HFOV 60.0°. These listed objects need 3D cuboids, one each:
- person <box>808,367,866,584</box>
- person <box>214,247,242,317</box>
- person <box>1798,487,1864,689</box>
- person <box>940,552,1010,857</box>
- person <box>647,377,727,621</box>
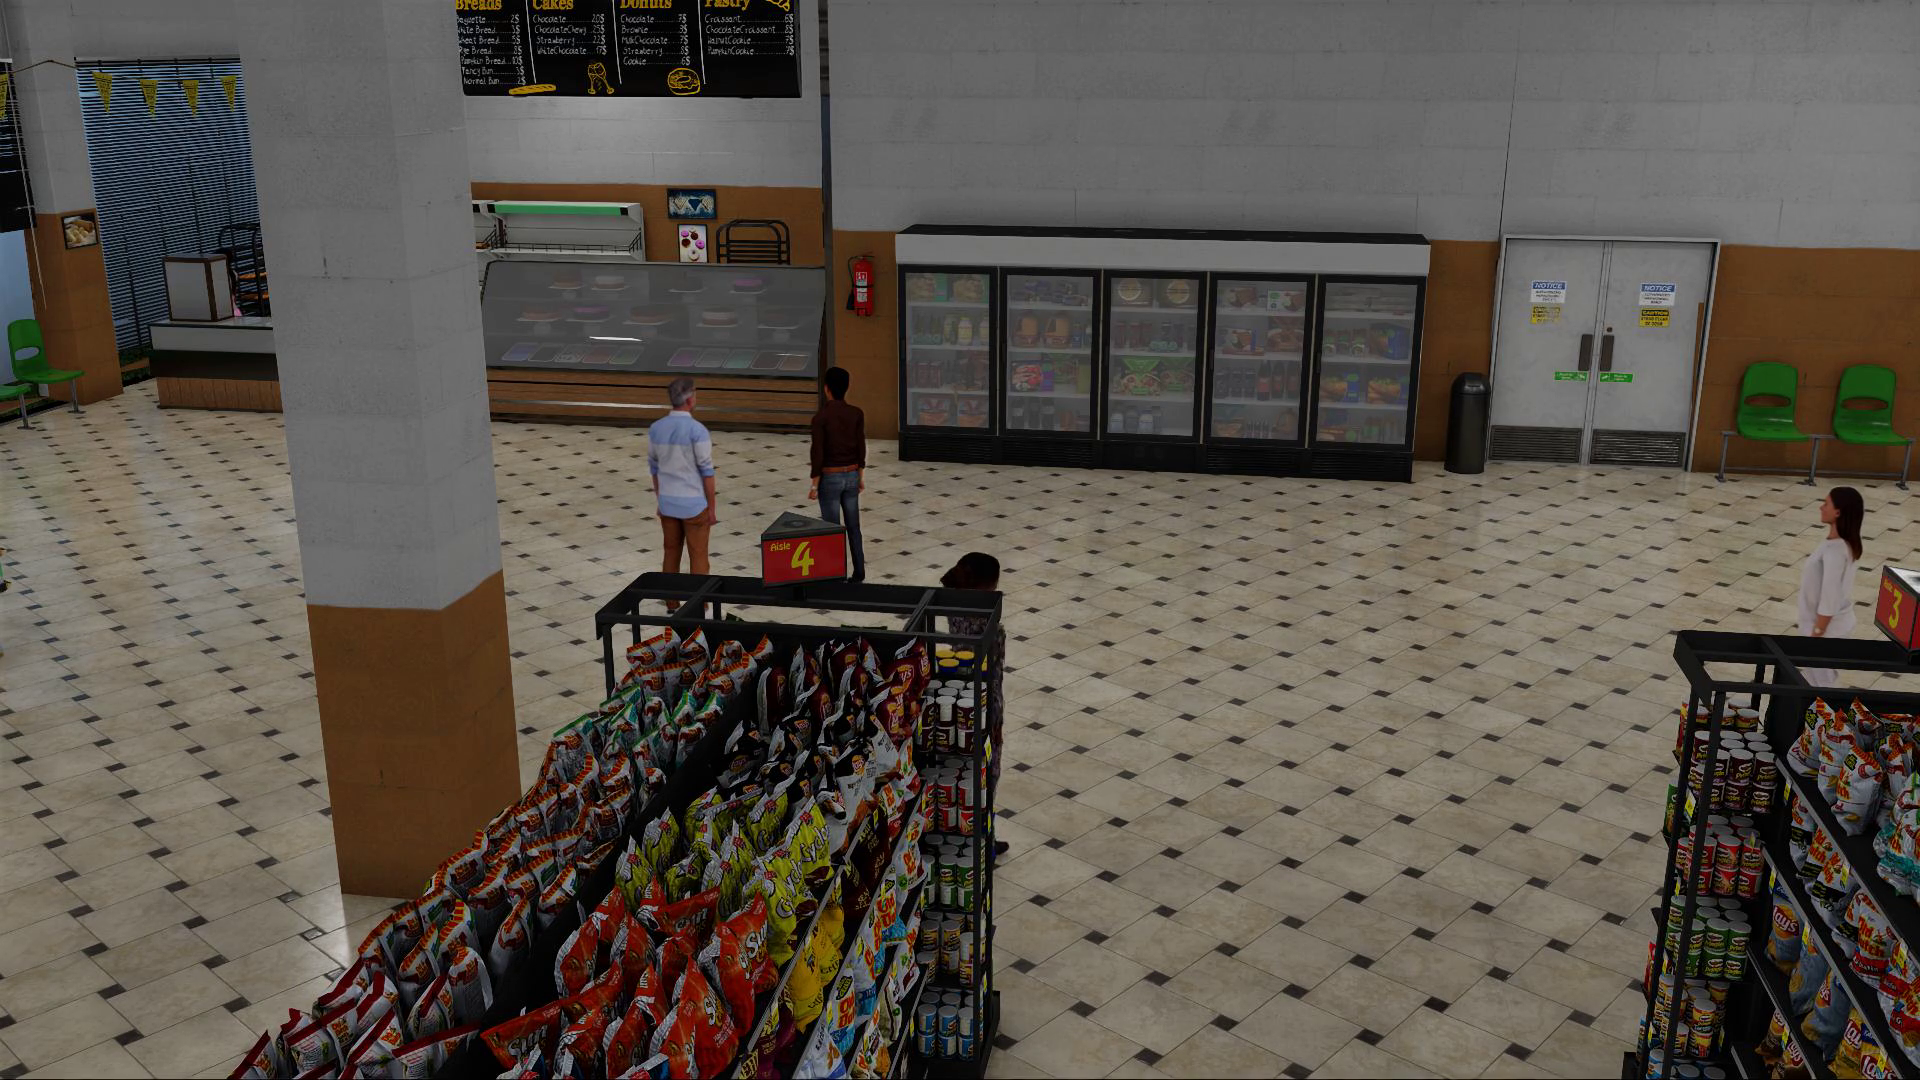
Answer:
[{"bbox_3d":[-0.924,-0.446,12.766,0.692,1.779,0.760,-12,21,-35],"label":"person"},{"bbox_3d":[-8.858,-2.677,20.178,0.682,1.742,0.511,0,17,-2],"label":"person"},{"bbox_3d":[5.113,0.502,9.803,0.735,1.686,0.614,11,20,33],"label":"person"},{"bbox_3d":[-0.004,0.886,8.505,0.912,1.706,0.859,-11,20,-32],"label":"person"},{"bbox_3d":[-2.014,-0.283,12.150,0.741,1.825,0.653,8,19,24],"label":"person"}]
